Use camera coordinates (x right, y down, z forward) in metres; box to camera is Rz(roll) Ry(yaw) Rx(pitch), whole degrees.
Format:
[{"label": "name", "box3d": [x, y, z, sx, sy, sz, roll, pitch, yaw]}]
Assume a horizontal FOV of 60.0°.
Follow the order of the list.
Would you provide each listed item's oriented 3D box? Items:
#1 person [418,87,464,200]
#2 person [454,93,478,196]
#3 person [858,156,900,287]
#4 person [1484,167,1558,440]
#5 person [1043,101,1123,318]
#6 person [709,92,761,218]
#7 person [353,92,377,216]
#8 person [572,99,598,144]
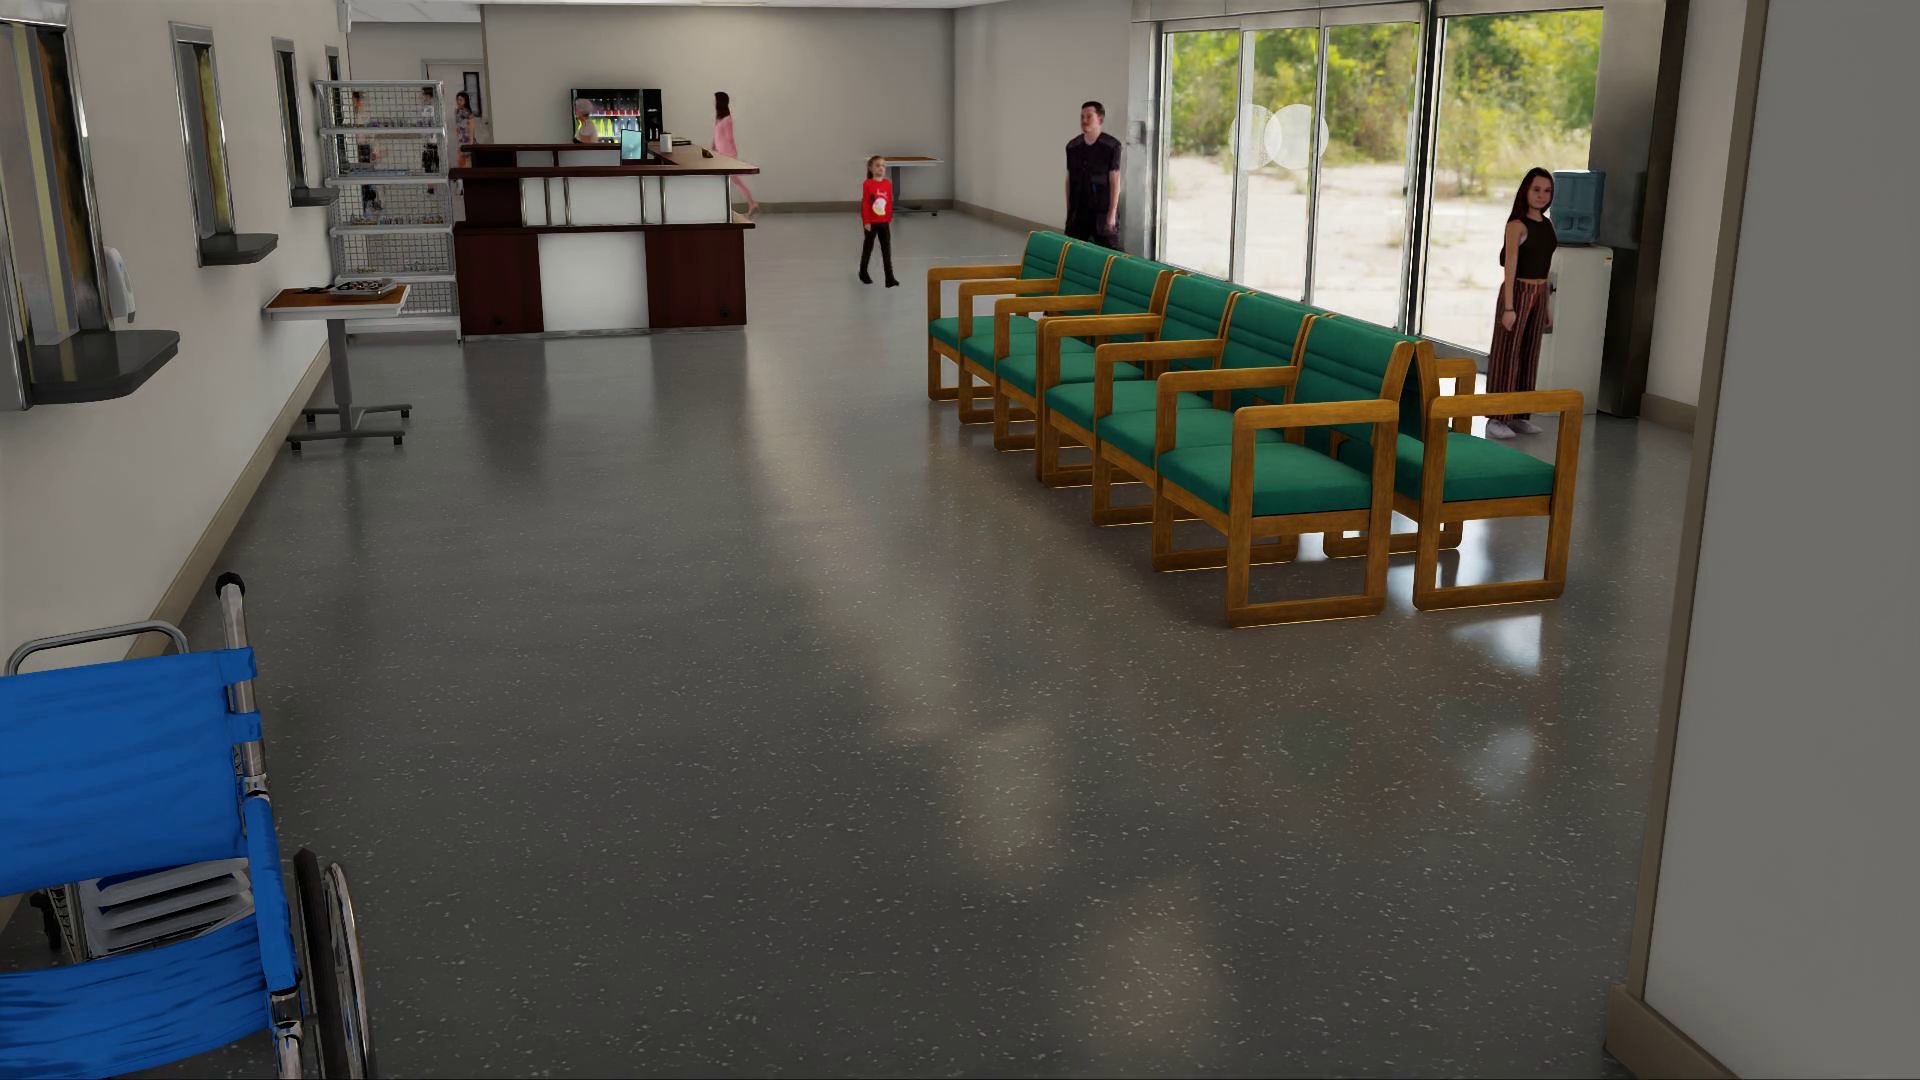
[{"label": "person", "box3d": [-8.669, -6.574, 27.582, 1.151, 1.830, 0.988, 4, 16, 14]}, {"label": "person", "box3d": [-8.372, -6.740, 28.423, 1.092, 1.693, 1.081, 9, 18, 29]}, {"label": "person", "box3d": [-0.854, -3.129, 16.427, 0.910, 1.254, 0.717, -9, 18, -29]}, {"label": "person", "box3d": [3.267, -1.383, 9.667, 0.533, 1.561, 0.675, -8, 18, -28]}, {"label": "person", "box3d": [1.154, -2.661, 13.754, 1.180, 1.802, 1.274, 10, 19, 32]}, {"label": "person", "box3d": [-3.227, -5.432, 23.677, 1.156, 1.751, 0.673, -3, 16, -10]}, {"label": "person", "box3d": [-8.848, -5.689, 24.529, 1.051, 1.785, 0.937, 1, 16, 3]}, {"label": "person", "box3d": [-4.606, -4.580, 20.657, 0.620, 1.750, 0.664, 0, 16, -1]}]
